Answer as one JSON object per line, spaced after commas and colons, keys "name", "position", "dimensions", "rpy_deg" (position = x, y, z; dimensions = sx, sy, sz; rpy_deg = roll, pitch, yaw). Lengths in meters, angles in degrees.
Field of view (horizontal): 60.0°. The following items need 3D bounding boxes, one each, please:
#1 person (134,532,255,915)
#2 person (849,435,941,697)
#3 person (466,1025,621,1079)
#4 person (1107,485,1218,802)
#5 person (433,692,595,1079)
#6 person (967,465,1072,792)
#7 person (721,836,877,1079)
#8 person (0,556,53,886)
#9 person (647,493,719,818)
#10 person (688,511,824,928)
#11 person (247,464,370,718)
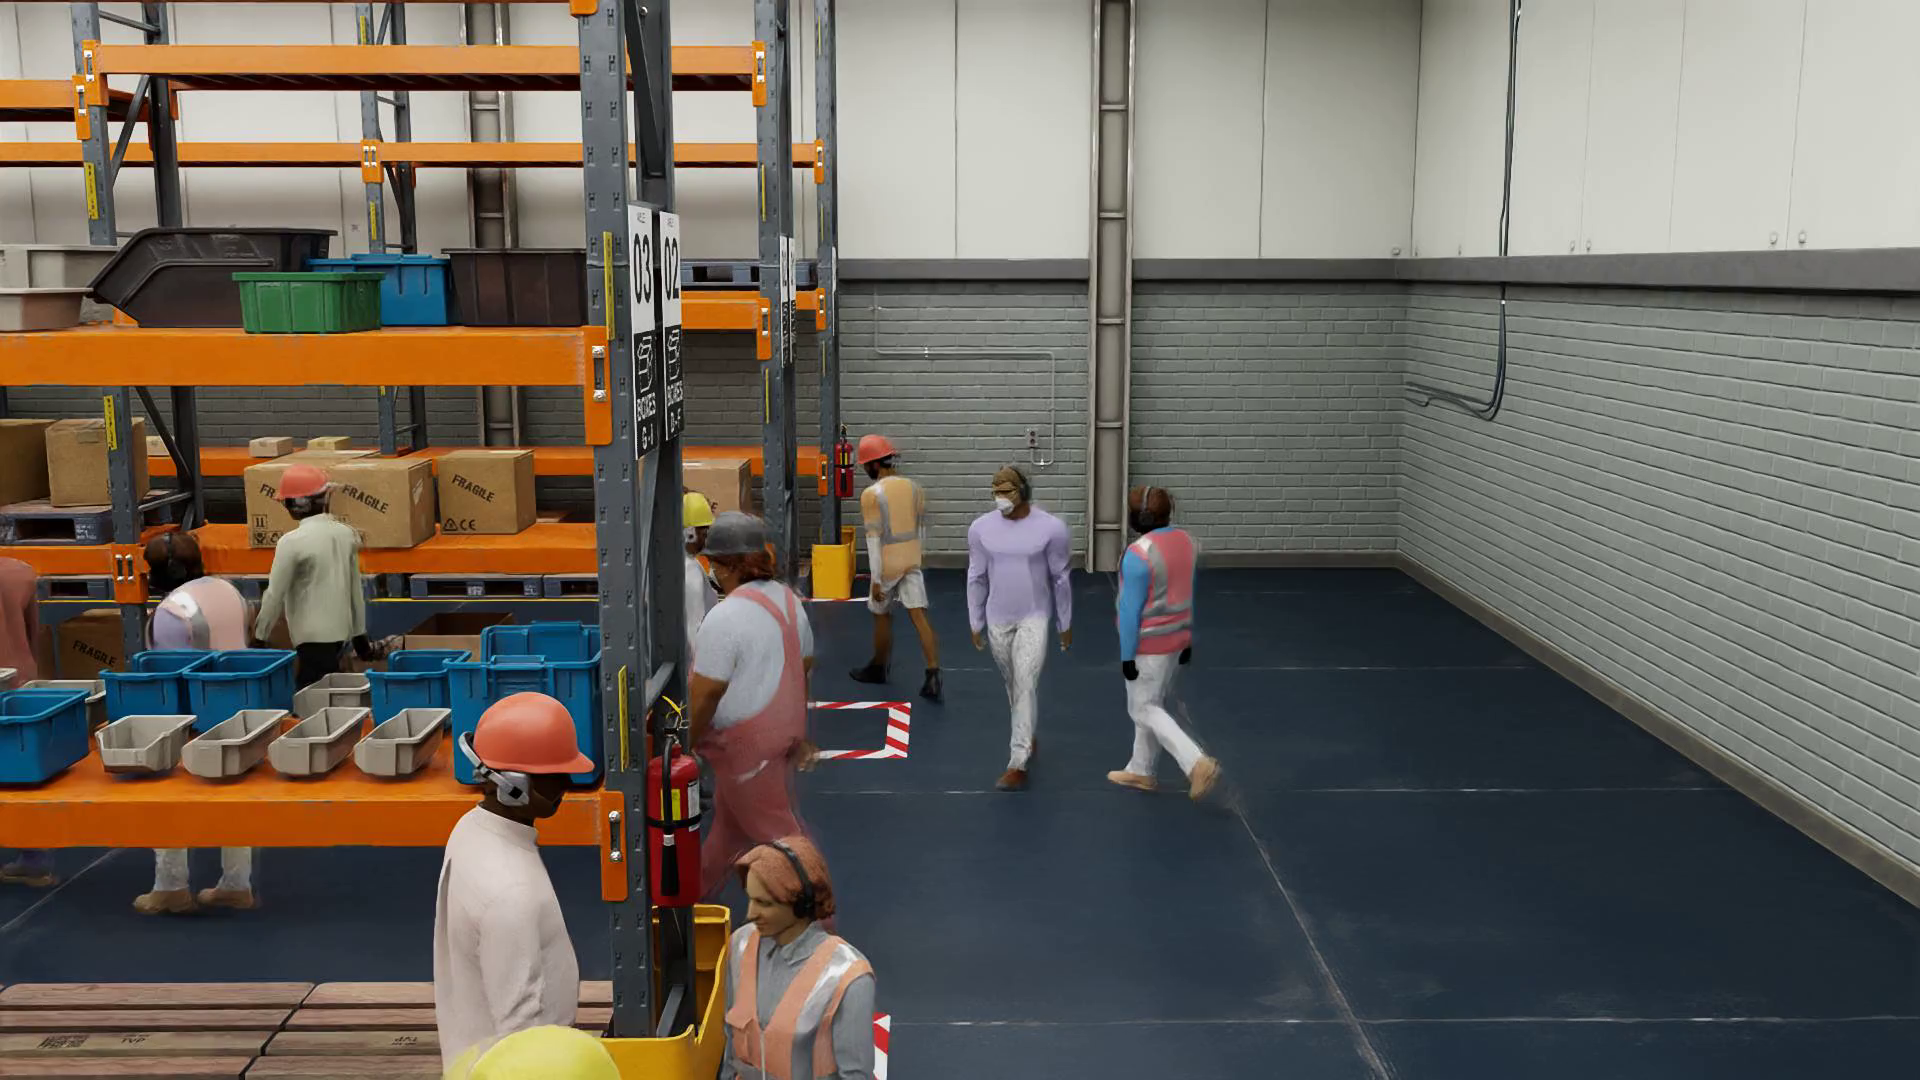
{"name": "person", "position": [-3.650, 0.856, 7.888], "dimensions": [0.652, 1.806, 0.631], "rpy_deg": [2, 10, 14]}
{"name": "person", "position": [-0.444, 0.184, 11.852], "dimensions": [0.634, 1.871, 0.967], "rpy_deg": [-8, 13, -42]}
{"name": "person", "position": [-0.823, 1.679, 2.597], "dimensions": [0.765, 1.894, 0.624], "rpy_deg": [-4, 10, -25]}
{"name": "person", "position": [1.168, 0.594, 9.467], "dimensions": [0.767, 1.823, 0.644], "rpy_deg": [8, 12, 39]}
{"name": "person", "position": [-1.130, 1.358, 4.300], "dimensions": [0.411, 1.980, 0.626], "rpy_deg": [-4, 10, -22]}
{"name": "person", "position": [0.346, 0.479, 10.006], "dimensions": [0.629, 1.882, 1.028], "rpy_deg": [3, 10, 17]}
{"name": "person", "position": [-0.405, 1.539, 4.246], "dimensions": [0.526, 1.632, 0.312], "rpy_deg": [8, 12, 39]}
{"name": "person", "position": [-4.892, 0.730, 8.217], "dimensions": [0.934, 1.951, 0.636], "rpy_deg": [4, 10, 25]}
{"name": "person", "position": [-1.462, 0.644, 9.147], "dimensions": [0.483, 1.815, 0.627], "rpy_deg": [-4, 10, -21]}
{"name": "person", "position": [-1.018, 0.826, 7.359], "dimensions": [1.049, 2.000, 0.692], "rpy_deg": [3, 10, 18]}
{"name": "person", "position": [-3.682, 0.524, 9.540], "dimensions": [0.947, 1.955, 0.617], "rpy_deg": [1, 9, 9]}
